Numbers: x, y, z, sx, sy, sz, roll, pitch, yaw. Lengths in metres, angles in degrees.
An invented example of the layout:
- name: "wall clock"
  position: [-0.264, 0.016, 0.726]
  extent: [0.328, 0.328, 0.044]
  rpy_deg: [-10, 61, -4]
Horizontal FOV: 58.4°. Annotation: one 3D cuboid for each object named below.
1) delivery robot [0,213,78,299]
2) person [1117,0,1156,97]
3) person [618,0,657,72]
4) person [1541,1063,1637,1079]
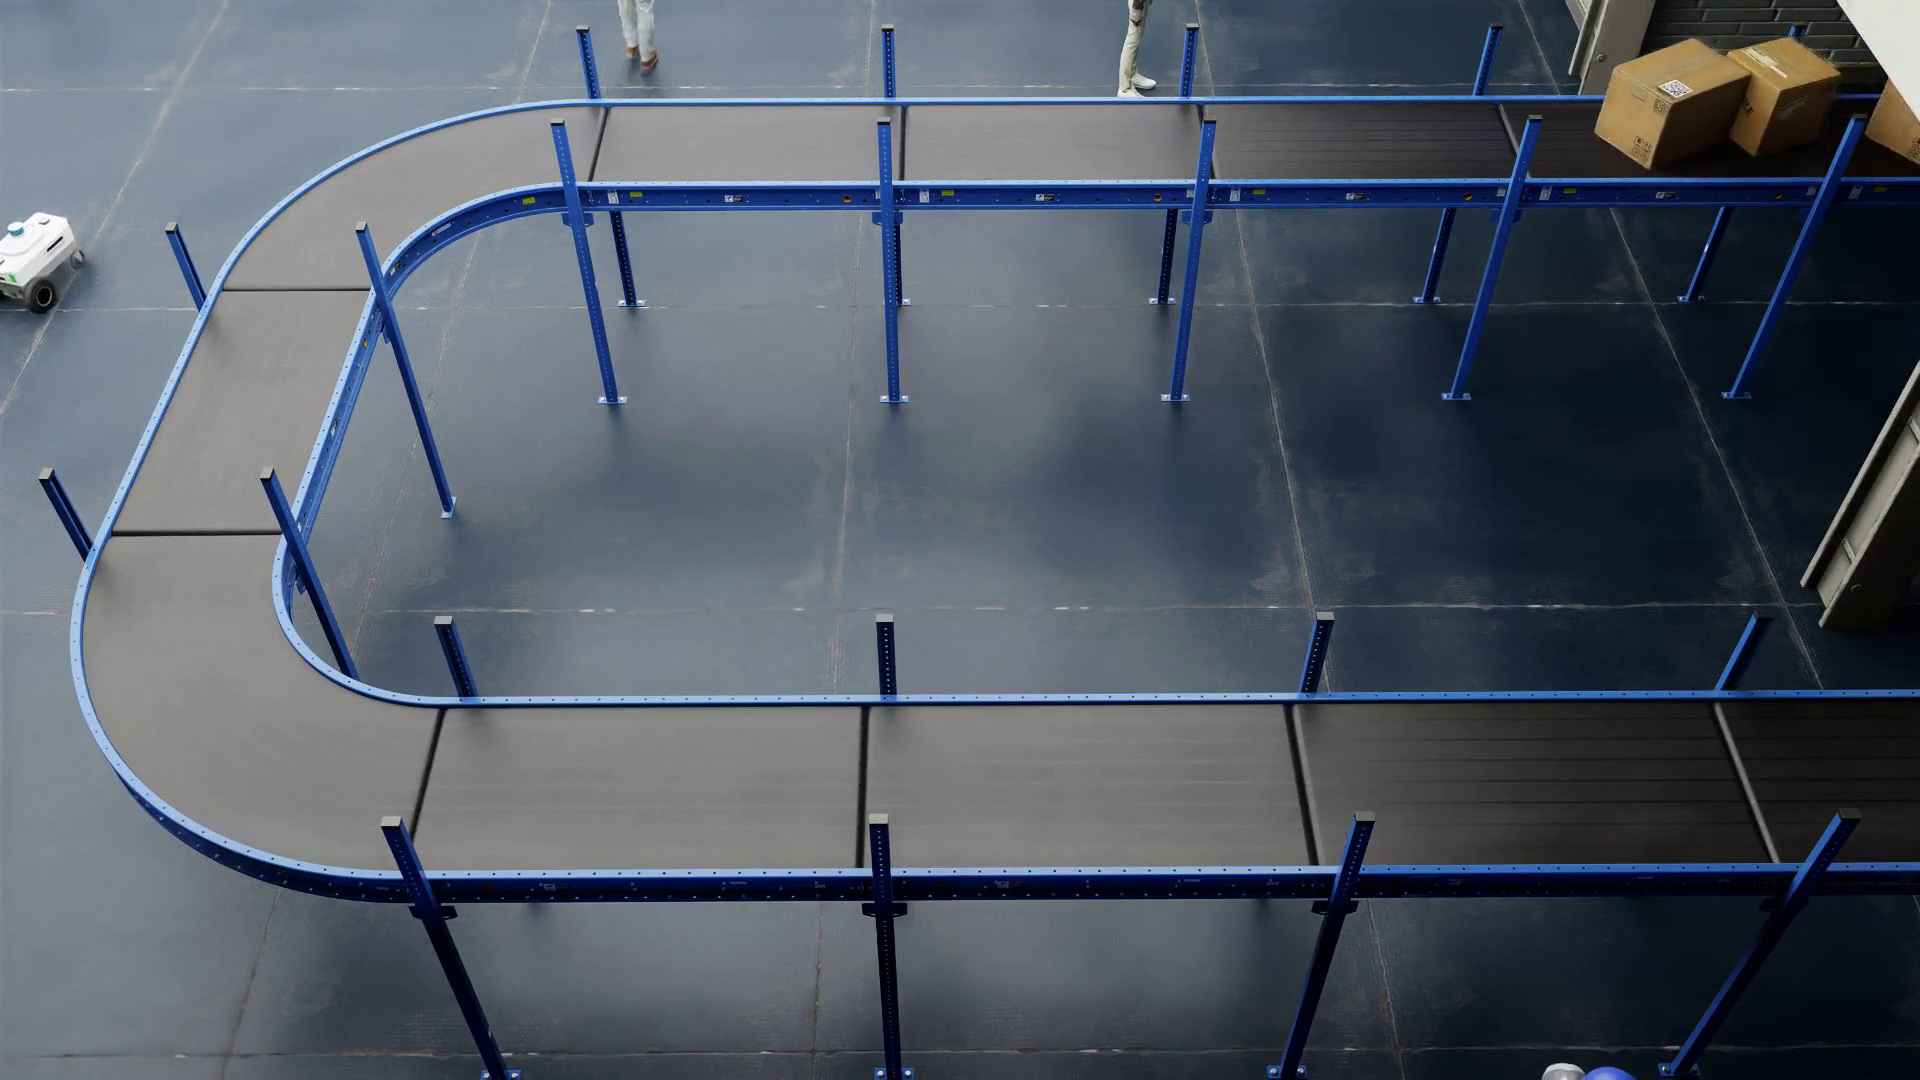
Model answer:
- name: "delivery robot"
  position: [-6.980, -2.153, 12.860]
  extent: [0.477, 0.478, 0.707]
  rpy_deg: [13, 48, 12]
- name: "person"
  position: [1.518, -4.515, 14.213]
  extent: [0.324, 1.871, 0.526]
  rpy_deg: [11, 48, 10]
- name: "person"
  position: [-2.747, -4.940, 14.572]
  extent: [0.666, 1.923, 0.590]
  rpy_deg: [3, 47, 3]
- name: "person"
  position: [2.515, 2.769, 7.366]
  extent: [0.402, 1.943, 0.605]
  rpy_deg: [5, 47, 5]
